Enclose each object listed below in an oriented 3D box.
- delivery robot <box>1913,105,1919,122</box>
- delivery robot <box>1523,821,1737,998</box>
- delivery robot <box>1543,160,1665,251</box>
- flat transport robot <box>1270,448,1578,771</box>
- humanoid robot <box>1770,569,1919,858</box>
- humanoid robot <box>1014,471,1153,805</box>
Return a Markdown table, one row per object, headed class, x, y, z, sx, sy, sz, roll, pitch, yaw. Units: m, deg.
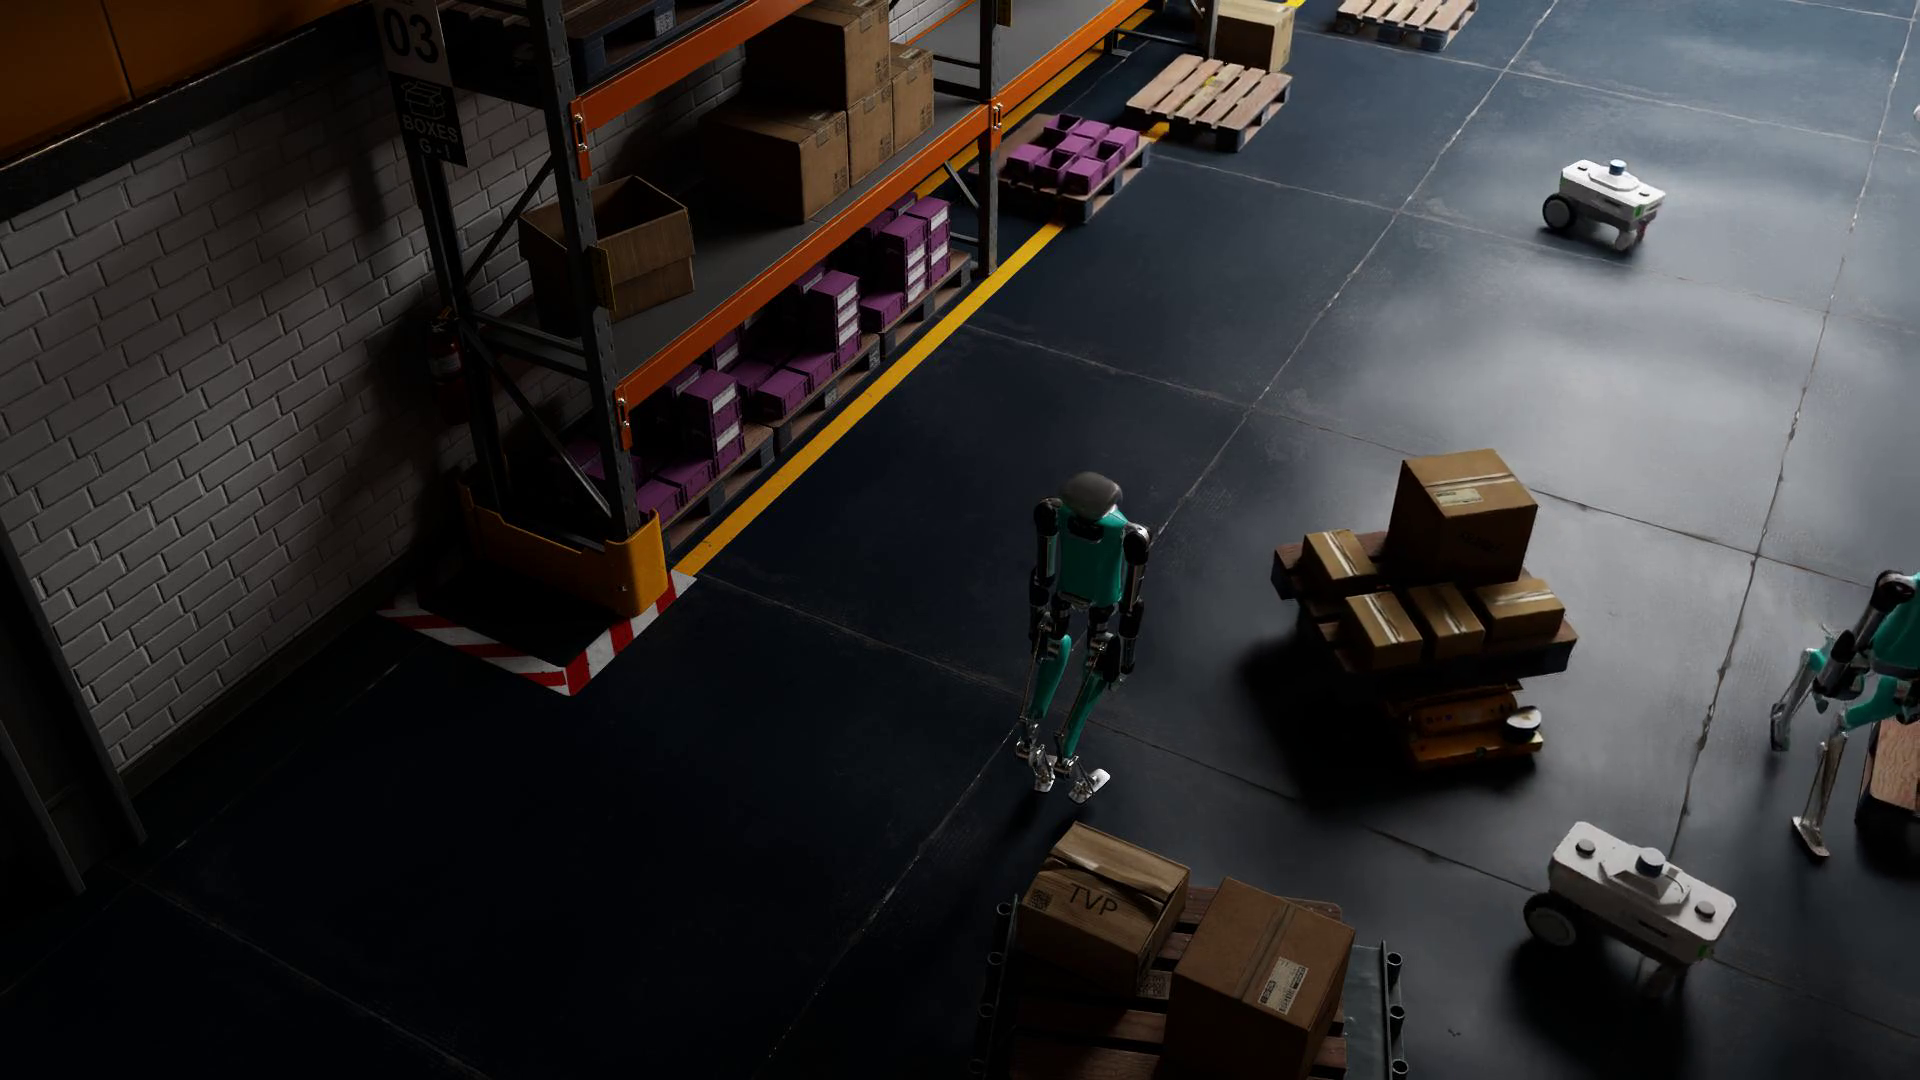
| class | x | y | z | sx | sy | sz | roll | pitch | yaw |
| --- | --- | --- | --- | --- | --- | --- | --- | --- | --- |
| delivery robot | 8.218 | -3.571 | 13.458 | 0.802 | 0.598 | 0.499 | 0 | 39 | 1 |
| delivery robot | 2.844 | 1.530 | 7.080 | 0.769 | 0.598 | 0.502 | 28 | 46 | 30 |
| delivery robot | 4.691 | -2.476 | 12.100 | 0.524 | 0.612 | 0.784 | -26 | 45 | -29 |
| flat transport robot | 2.349 | 0.572 | 8.504 | 0.659 | 0.231 | 1.431 | -8 | 39 | -10 |
| humanoid robot | 4.051 | 0.503 | 7.455 | 0.569 | 1.758 | 1.033 | 5 | 39 | 6 |
| humanoid robot | 0.449 | 0.538 | 7.265 | 0.533 | 1.677 | 0.735 | 19 | 42 | 22 |
